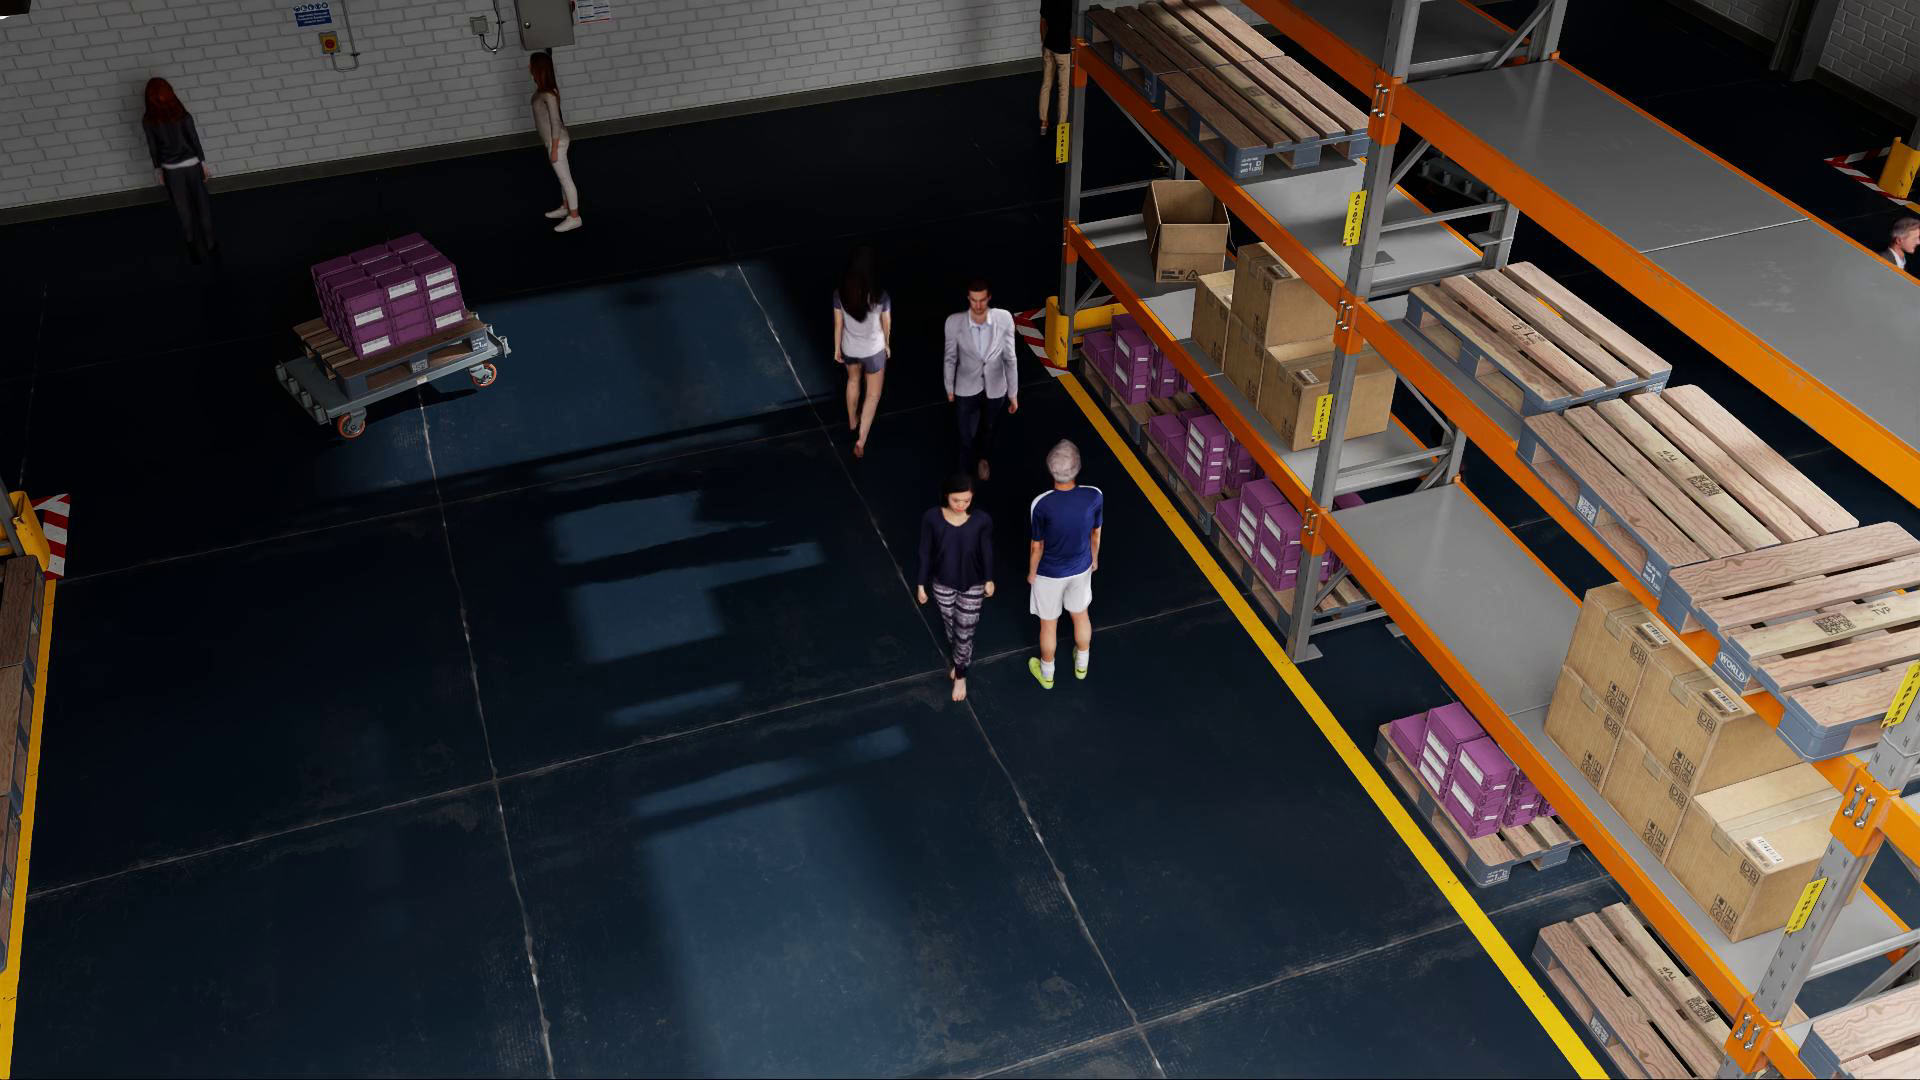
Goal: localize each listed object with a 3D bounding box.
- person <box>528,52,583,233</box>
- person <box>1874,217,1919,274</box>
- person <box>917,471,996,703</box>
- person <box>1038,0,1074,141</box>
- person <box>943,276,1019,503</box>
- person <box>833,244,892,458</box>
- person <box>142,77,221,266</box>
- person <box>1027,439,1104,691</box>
[{"bbox_3d":[-3.763,-3.725,15.490,0.646,1.713,0.480,-12,40,-15],"label":"person"},{"bbox_3d":[6.914,-1.687,12.848,0.856,1.826,0.857,27,46,30],"label":"person"},{"bbox_3d":[0.001,0.190,10.587,0.789,1.712,0.846,7,39,9],"label":"person"},{"bbox_3d":[1.006,-5.016,16.989,0.623,1.858,0.776,31,48,33],"label":"person"},{"bbox_3d":[0.151,-1.165,12.206,0.846,1.810,1.185,-4,39,-6],"label":"person"},{"bbox_3d":[-0.740,-1.402,12.612,0.912,1.673,1.058,6,39,7],"label":"person"},{"bbox_3d":[-6.932,-3.239,14.844,0.599,1.760,0.902,-11,40,-13],"label":"person"},{"bbox_3d":[0.651,0.166,10.521,0.625,1.834,0.515,-12,40,-15],"label":"person"}]
